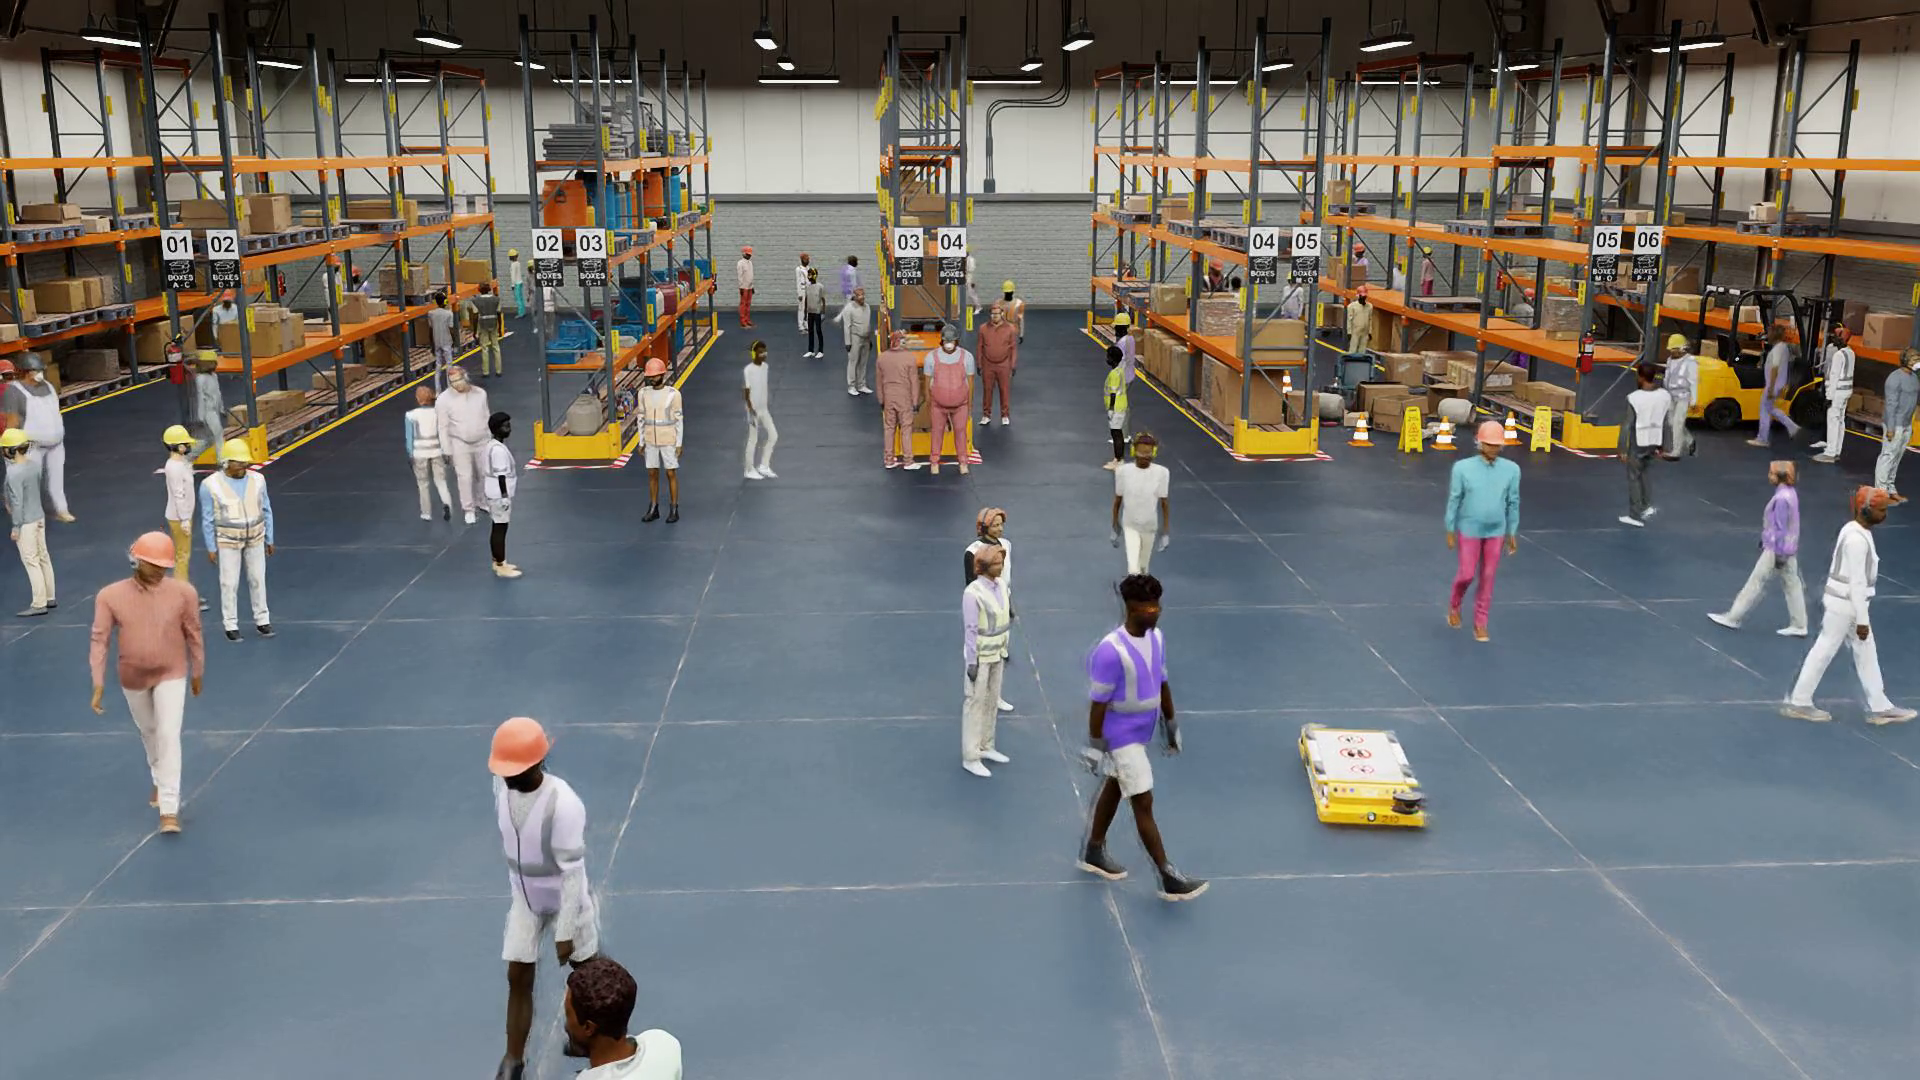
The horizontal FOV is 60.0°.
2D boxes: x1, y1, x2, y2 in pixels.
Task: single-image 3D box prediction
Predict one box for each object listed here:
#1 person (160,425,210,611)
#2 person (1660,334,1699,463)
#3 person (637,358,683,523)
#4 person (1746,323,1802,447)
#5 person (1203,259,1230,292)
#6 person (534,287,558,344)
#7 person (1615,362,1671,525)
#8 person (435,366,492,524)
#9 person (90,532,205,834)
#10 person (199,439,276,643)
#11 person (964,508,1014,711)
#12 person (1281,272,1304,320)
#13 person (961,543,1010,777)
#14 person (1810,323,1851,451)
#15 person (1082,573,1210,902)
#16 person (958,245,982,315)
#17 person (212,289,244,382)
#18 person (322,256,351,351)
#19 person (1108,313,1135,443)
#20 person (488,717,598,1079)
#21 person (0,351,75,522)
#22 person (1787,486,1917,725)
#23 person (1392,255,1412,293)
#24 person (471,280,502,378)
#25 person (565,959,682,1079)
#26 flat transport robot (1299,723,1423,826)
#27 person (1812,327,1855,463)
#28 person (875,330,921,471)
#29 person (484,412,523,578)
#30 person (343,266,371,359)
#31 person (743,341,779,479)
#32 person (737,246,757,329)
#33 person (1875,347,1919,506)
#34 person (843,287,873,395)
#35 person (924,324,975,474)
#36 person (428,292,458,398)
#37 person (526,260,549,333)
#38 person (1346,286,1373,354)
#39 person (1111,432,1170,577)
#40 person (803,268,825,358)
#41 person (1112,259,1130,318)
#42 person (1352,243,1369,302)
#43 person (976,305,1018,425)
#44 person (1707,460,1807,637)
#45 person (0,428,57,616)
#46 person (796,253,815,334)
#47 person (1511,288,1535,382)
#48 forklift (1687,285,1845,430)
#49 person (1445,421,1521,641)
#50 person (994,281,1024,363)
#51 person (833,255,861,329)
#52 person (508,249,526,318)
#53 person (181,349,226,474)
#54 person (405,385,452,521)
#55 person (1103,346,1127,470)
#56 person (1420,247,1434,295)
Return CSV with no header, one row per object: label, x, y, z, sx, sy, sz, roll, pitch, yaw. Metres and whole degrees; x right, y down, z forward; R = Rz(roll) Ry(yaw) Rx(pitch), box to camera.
person,-7.338,-0.207,15.733,0.319,1.769,0.525,-6,15,-24
person,10.112,-1.983,23.198,0.657,1.796,0.648,-4,14,-15
person,-3.502,-1.154,19.379,0.551,1.934,0.373,3,14,13
person,11.915,-2.238,24.215,0.630,1.825,0.537,10,16,36
person,5.438,-4.955,35.348,0.645,1.989,0.981,-1,13,-3
person,-9.139,-5.079,36.724,0.525,1.600,0.837,-2,13,-9
person,7.888,-1.111,19.265,0.610,1.902,0.460,-5,14,-19
person,-5.744,-1.112,19.364,0.715,1.866,0.513,-12,18,-41
person,-5.216,0.892,10.736,0.634,1.928,0.989,-4,14,-15
person,-6.381,0.000,14.740,0.601,1.822,0.403,-13,18,-43
person,0.224,0.553,12.783,0.310,1.640,0.514,10,17,37
person,7.010,-4.797,35.176,0.318,1.769,0.522,-12,18,-42
person,0.184,0.821,11.651,0.310,1.638,0.523,8,15,29
person,12.630,-2.215,24.054,0.328,1.861,0.506,-2,13,-8
person,1.102,1.139,9.686,0.961,1.919,0.635,9,16,34
person,0.190,-6.819,43.530,0.633,1.879,0.964,10,17,37
person,-13.658,-3.817,31.088,0.577,1.732,0.548,-4,14,-17
person,-13.459,-5.107,35.896,0.381,2.045,0.605,3,14,11
person,2.408,-2.396,24.660,0.364,1.928,0.586,4,14,17
person,-1.913,1.658,7.640,0.551,1.851,1.027,7,15,26
person,-10.814,-1.216,19.417,0.773,2.000,0.694,6,14,23
person,6.785,0.519,12.467,0.956,1.844,0.596,8,15,30
person,10.730,-6.078,40.630,0.573,1.749,0.343,5,14,21
person,-8.991,-4.005,31.652,0.564,1.846,0.391,-9,16,-35
person,-1.056,2.204,5.199,0.392,1.917,0.592,4,14,17
flat transport robot,2.720,1.579,11.371,0.652,0.197,1.431,1,13,6
person,12.233,-2.021,23.195,0.365,1.880,0.584,13,18,43
person,-0.818,-1.894,22.590,0.642,1.905,0.401,7,15,28
person,-4.683,-0.466,16.971,0.321,1.699,0.537,-5,14,-21
person,-12.519,-4.706,34.494,0.575,1.897,0.885,-1,13,-4
person,-2.617,-1.701,21.888,0.598,1.846,0.570,7,15,29
person,-5.183,-6.145,40.407,0.384,1.991,0.609,5,14,19
person,11.522,-1.397,20.403,0.627,1.940,0.372,-11,17,-39
person,-1.779,-3.533,29.522,0.405,1.906,0.653,10,17,38
person,-0.141,-1.887,22.259,0.684,2.000,0.536,0,13,-2
person,-9.016,-3.390,29.028,0.515,1.861,0.320,3,14,14
person,-10.044,-5.768,39.434,0.512,1.702,0.349,6,15,24
person,7.617,-3.961,31.662,0.568,1.751,0.329,-5,14,-22
person,1.658,-0.116,15.262,0.511,1.820,1.022,0,13,-2
person,-3.042,-4.725,34.669,0.535,1.862,0.312,8,15,29
person,3.990,-6.110,41.037,0.516,1.633,0.317,-2,13,-7
person,9.729,-6.218,40.625,0.385,2.035,0.605,-2,13,-10
person,0.576,-2.758,26.240,0.652,1.906,0.403,2,13,8
person,7.260,0.068,14.922,0.844,1.593,0.531,9,16,34
person,-8.752,-0.168,15.570,0.310,1.768,0.533,-2,13,-7
person,-3.650,-5.806,39.223,0.362,1.882,0.603,6,14,22
person,10.576,-3.834,31.151,0.344,1.747,0.572,-4,14,-15
forklift,12.503,-2.886,26.166,2.313,2.155,1.214,-1,13,-3
person,4.635,-0.086,14.757,0.615,1.982,0.473,0,13,1
person,0.903,-3.896,31.081,0.623,1.895,0.634,3,14,14
person,-2.671,-5.917,39.836,0.748,1.817,0.632,-4,14,-17
person,-11.438,-6.591,42.804,0.344,1.758,0.520,0,13,0
person,-10.019,-1.679,22.090,0.761,1.708,0.483,-2,13,-7
person,-6.166,-0.986,19.361,0.521,1.619,0.581,-7,15,-29
person,2.113,-1.795,22.626,0.322,1.689,0.530,3,14,11
person,12.270,-6.823,43.789,0.351,1.759,0.523,12,18,41
